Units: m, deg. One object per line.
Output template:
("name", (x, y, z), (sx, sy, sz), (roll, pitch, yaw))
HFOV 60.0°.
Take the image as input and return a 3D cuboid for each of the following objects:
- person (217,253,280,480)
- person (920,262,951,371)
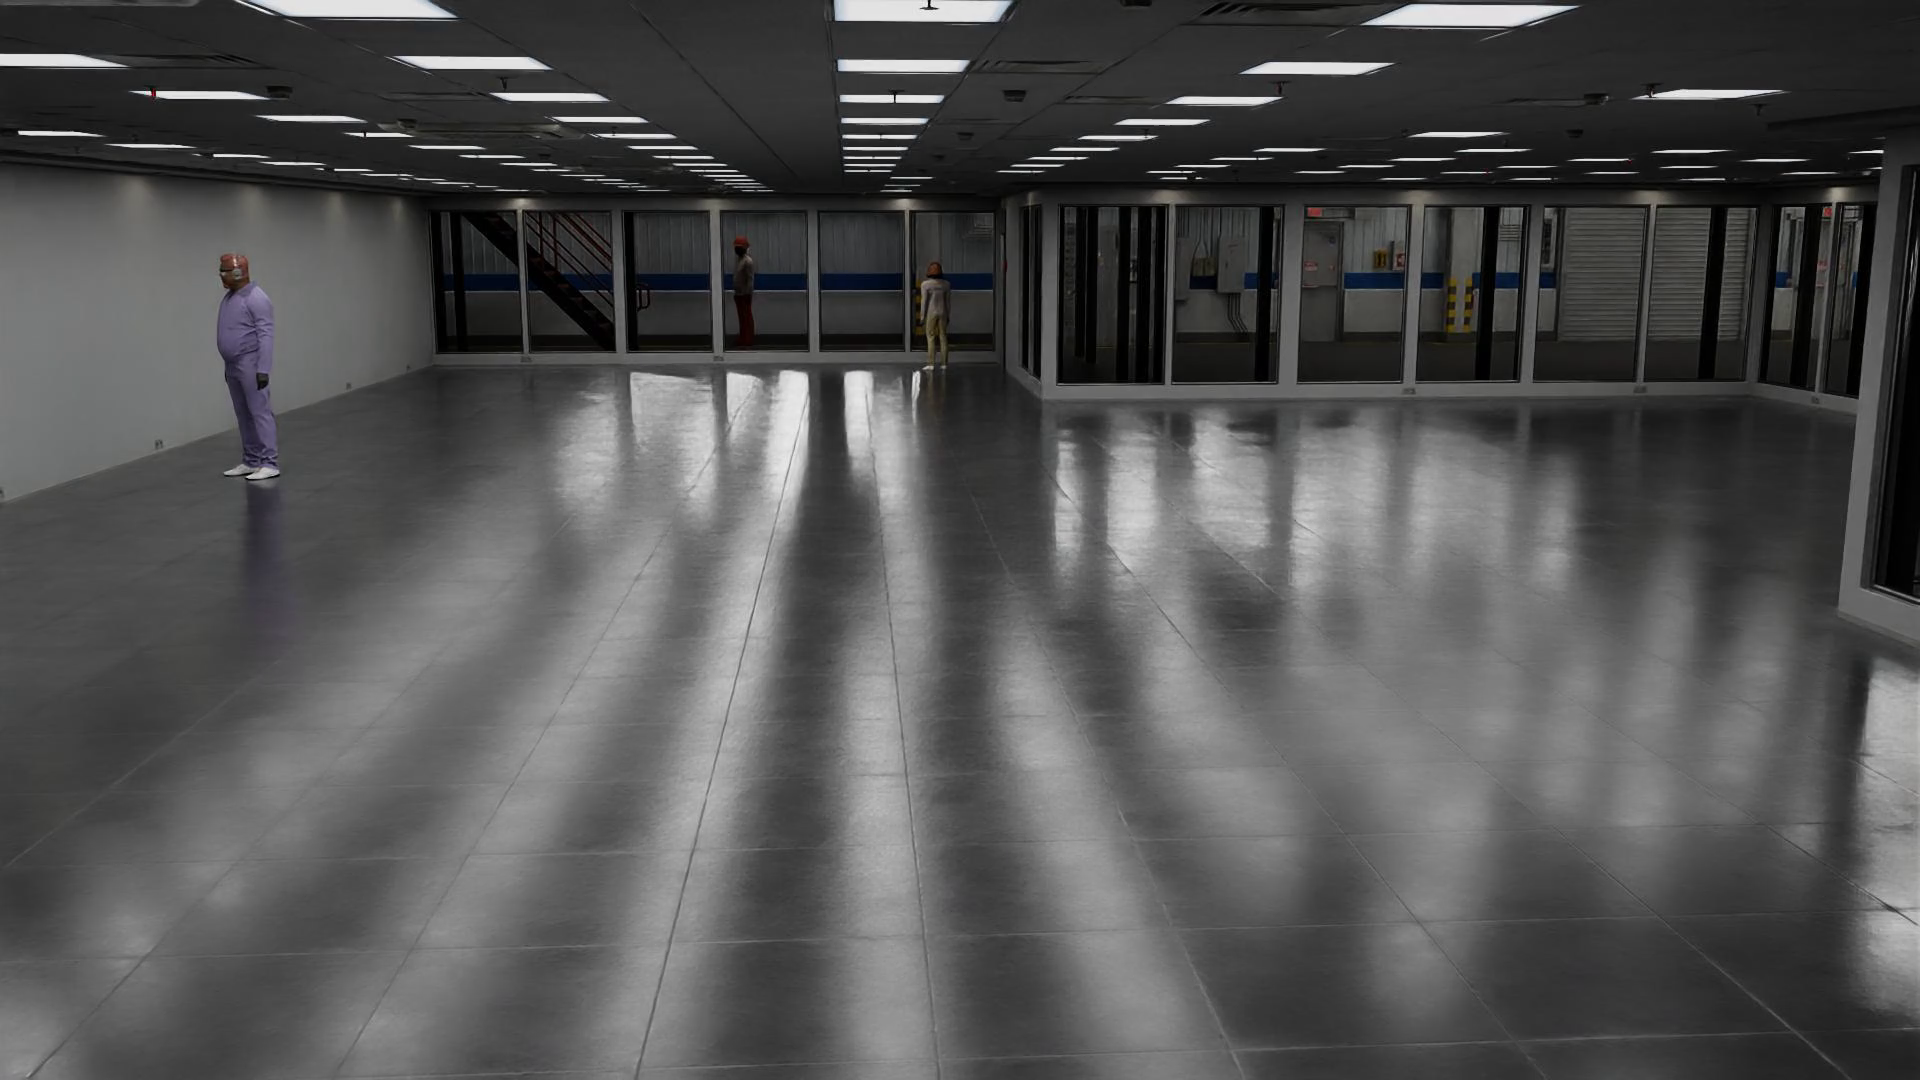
("person", (-6.055, -1.459, 14.062), (0.650, 1.904, 0.401), (9, 14, 39))
("person", (-0.371, -3.370, 25.092), (0.507, 1.633, 0.277), (-6, 12, -29))
